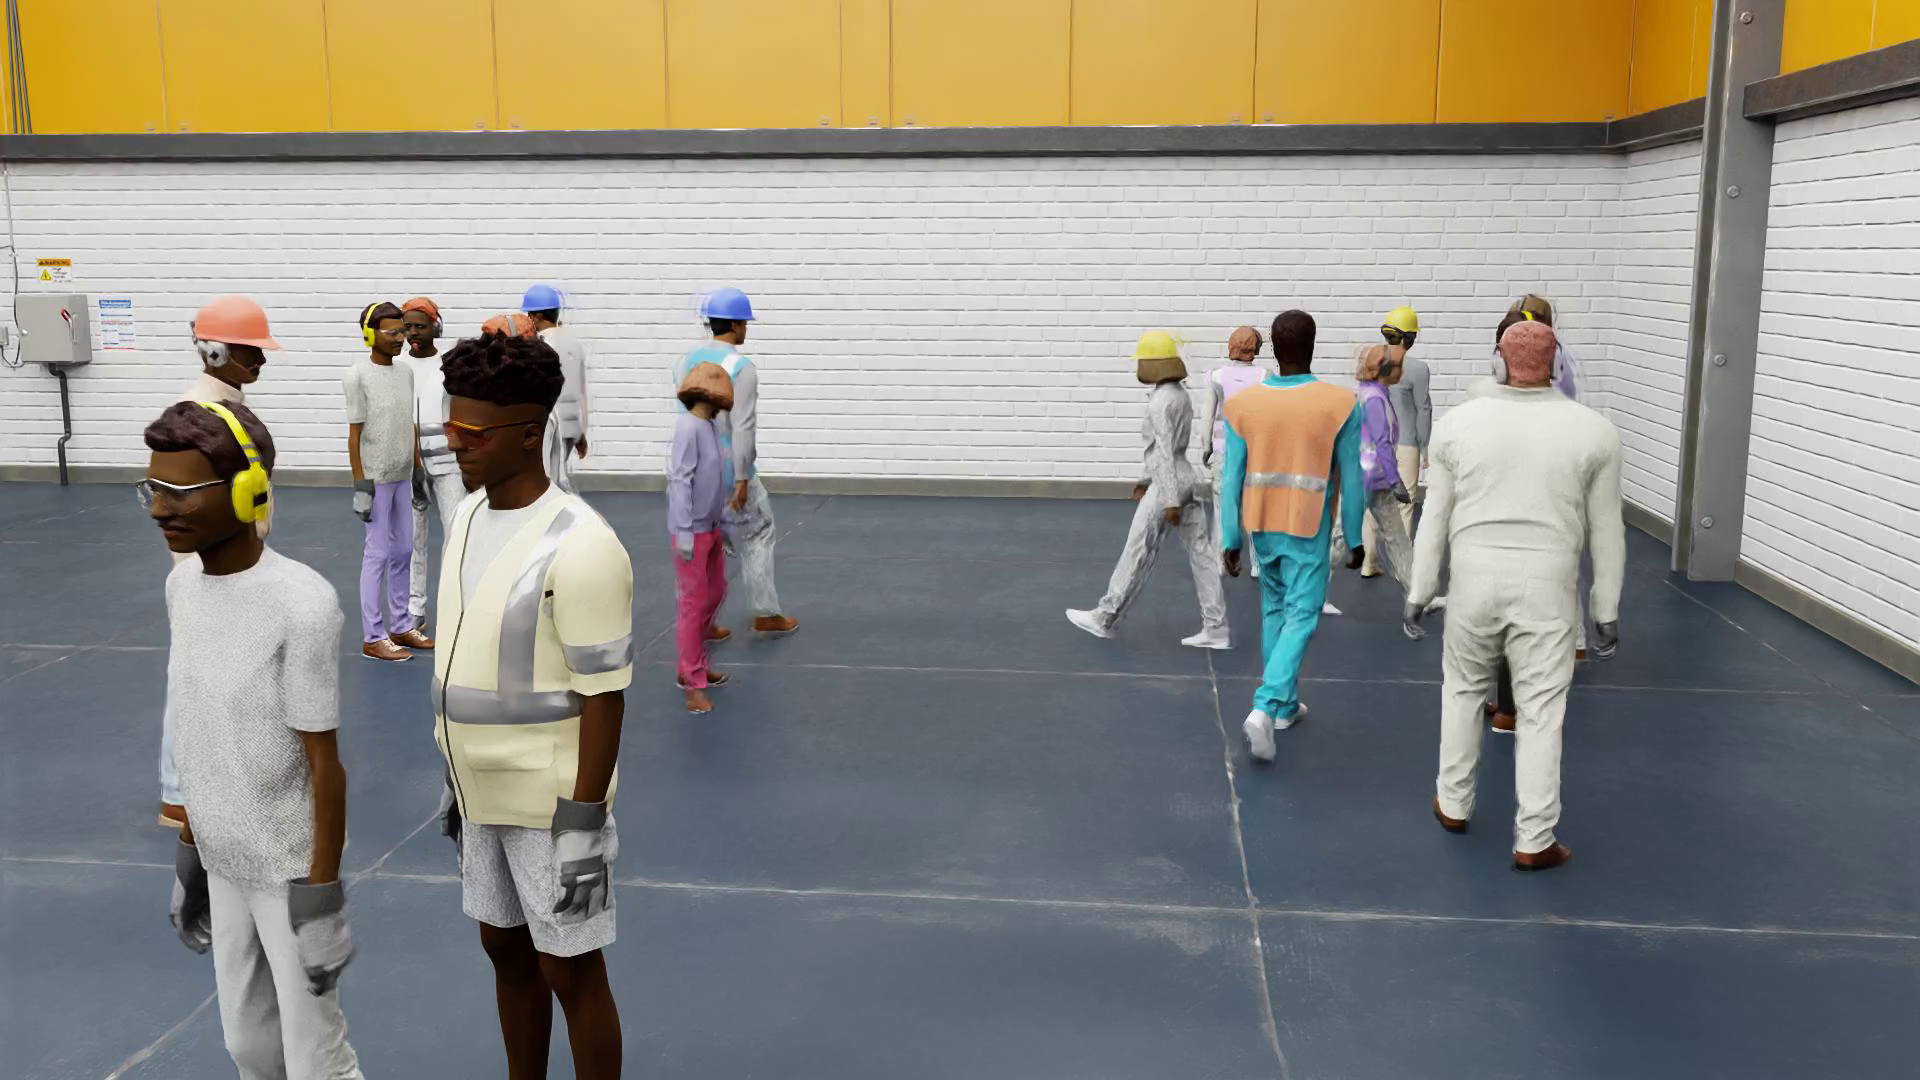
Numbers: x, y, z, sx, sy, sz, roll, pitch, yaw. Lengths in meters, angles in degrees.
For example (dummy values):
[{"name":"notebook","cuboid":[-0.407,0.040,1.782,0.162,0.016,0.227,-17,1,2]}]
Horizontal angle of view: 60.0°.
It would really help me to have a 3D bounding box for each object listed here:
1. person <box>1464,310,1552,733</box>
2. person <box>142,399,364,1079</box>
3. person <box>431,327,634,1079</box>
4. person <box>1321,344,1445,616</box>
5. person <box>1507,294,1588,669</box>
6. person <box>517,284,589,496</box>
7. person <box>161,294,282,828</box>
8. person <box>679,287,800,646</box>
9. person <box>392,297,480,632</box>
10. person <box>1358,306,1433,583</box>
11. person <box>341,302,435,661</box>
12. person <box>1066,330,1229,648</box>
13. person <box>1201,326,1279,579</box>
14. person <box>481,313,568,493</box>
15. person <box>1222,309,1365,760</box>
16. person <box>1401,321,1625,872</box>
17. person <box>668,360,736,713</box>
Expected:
[{"name":"person","cuboid":[2.426,-0.081,7.389,0.329,1.863,0.513,-5,11,-26]},{"name":"person","cuboid":[-1.349,0.650,3.227,0.504,1.859,0.342,7,12,34]},{"name":"person","cuboid":[-0.941,0.530,3.589,0.606,1.967,0.367,9,14,43]},{"name":"person","cuboid":[2.409,-0.326,9.574,0.903,1.583,0.520,4,11,23]},{"name":"person","cuboid":[2.918,-0.294,8.505,0.730,1.896,0.658,4,11,24]},{"name":"person","cuboid":[-2.632,-0.705,10.894,0.891,1.927,0.614,3,10,18]},{"name":"person","cuboid":[-2.726,0.073,6.193,0.439,1.990,0.637,-2,10,-9]},{"name":"person","cuboid":[-1.208,-0.395,8.999,0.614,1.914,0.798,8,13,40]},{"name":"person","cuboid":[-2.903,-0.388,9.120,0.574,1.876,0.355,0,10,1]},{"name":"person","cuboid":[2.793,-0.608,10.675,0.319,1.769,0.523,-9,13,-42]},{"name":"person","cuboid":[-2.968,-0.303,8.668,0.335,1.865,0.501,4,11,19]},{"name":"person","cuboid":[1.038,-0.265,8.905,0.925,1.691,0.486,5,11,28]},{"name":"person","cuboid":[1.821,-0.560,10.767,0.525,1.639,0.307,3,10,17]},{"name":"person","cuboid":[-1.752,0.031,6.716,0.352,1.879,0.579,-4,11,-20]},{"name":"person","cuboid":[1.385,-0.037,7.093,0.587,1.887,0.917,6,12,31]},{"name":"person","cuboid":[1.964,0.185,5.890,0.730,1.878,0.794,4,11,21]},{"name":"person","cuboid":[-1.222,-0.027,7.798,0.340,1.616,0.599,2,10,12]}]
